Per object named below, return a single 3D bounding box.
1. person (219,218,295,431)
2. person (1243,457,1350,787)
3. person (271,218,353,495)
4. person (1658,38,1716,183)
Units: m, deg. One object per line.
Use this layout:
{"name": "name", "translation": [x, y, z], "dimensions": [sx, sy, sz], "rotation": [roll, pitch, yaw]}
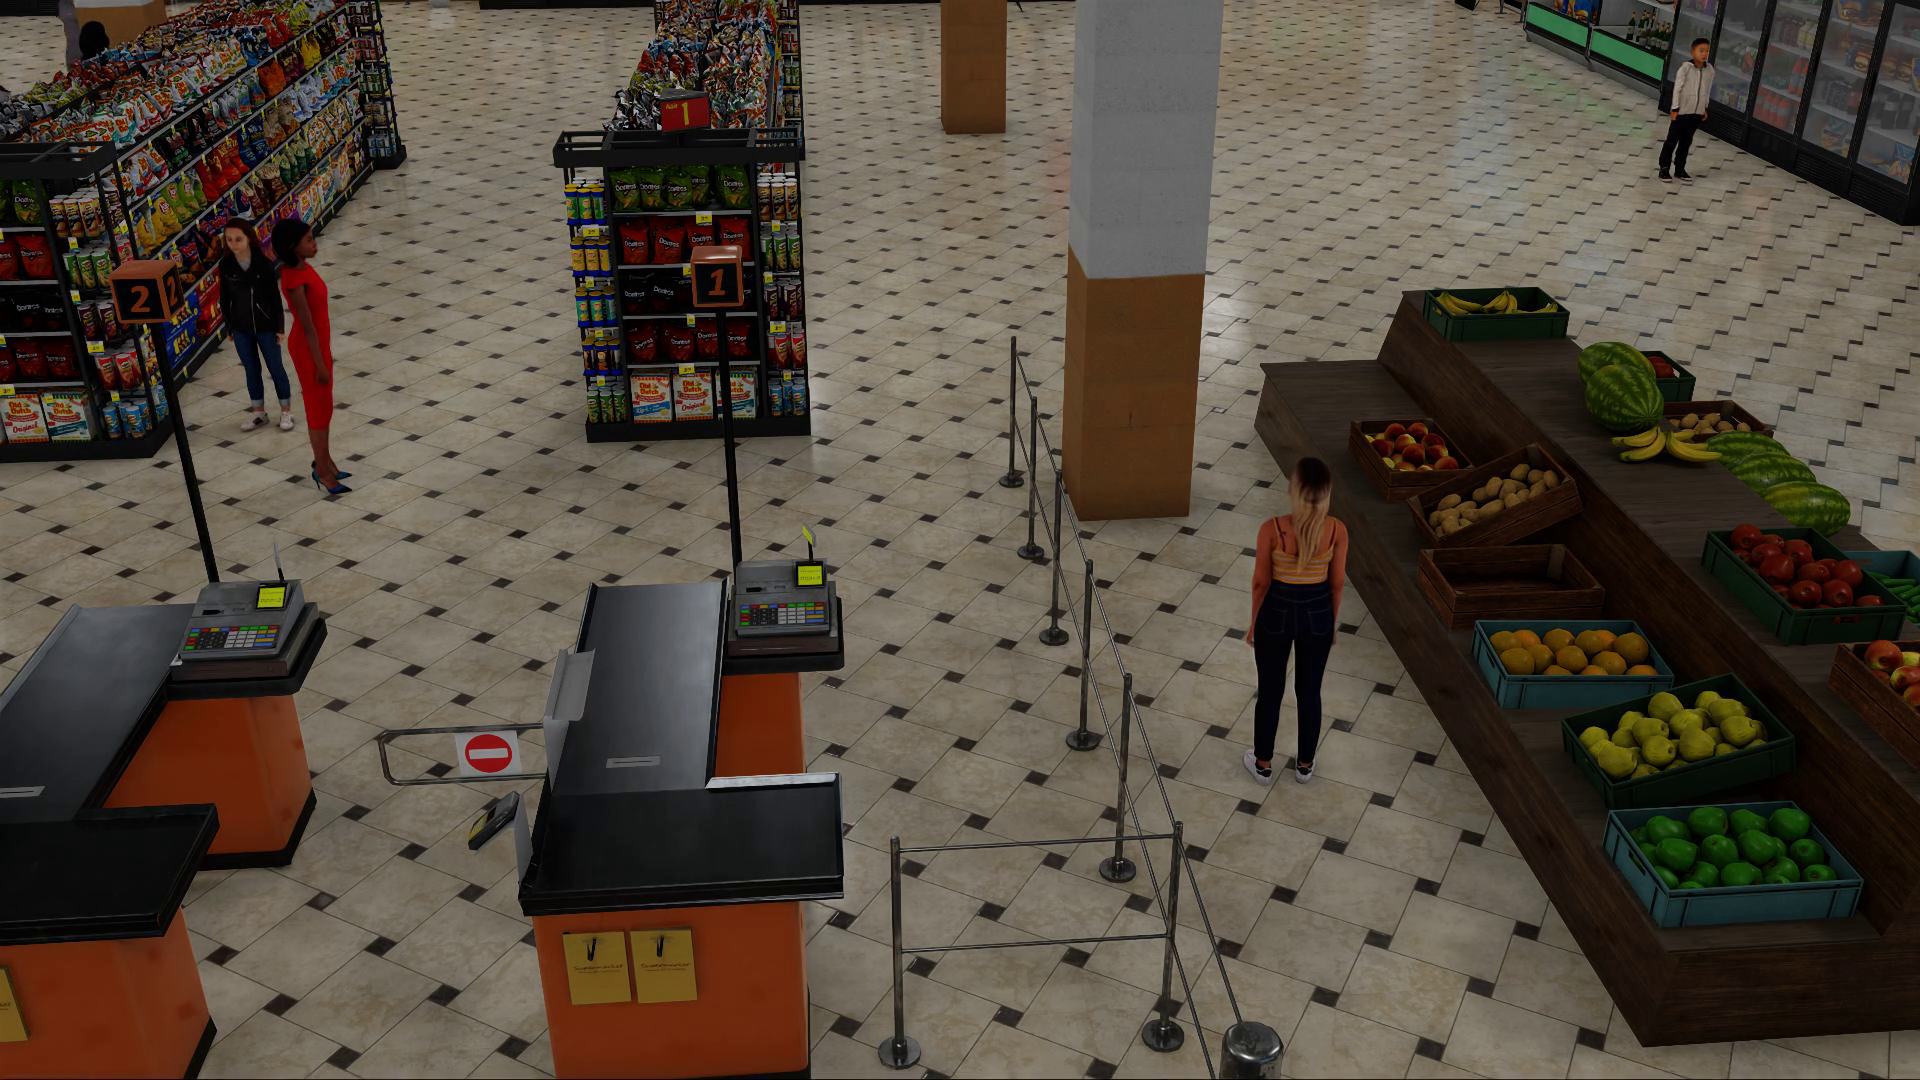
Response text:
{"name": "person", "translation": [-4.785, -1.469, 11.289], "dimensions": [0.562, 1.485, 0.514], "rotation": [-1, 27, -2]}
{"name": "person", "translation": [1.509, 0.378, 7.488], "dimensions": [0.578, 1.629, 0.533], "rotation": [0, 27, 0]}
{"name": "person", "translation": [-4.035, -1.143, 10.362], "dimensions": [0.670, 1.743, 0.498], "rotation": [-7, 28, -14]}
{"name": "person", "translation": [7.531, -4.455, 17.214], "dimensions": [0.615, 1.453, 0.546], "rotation": [-7, 28, -13]}
